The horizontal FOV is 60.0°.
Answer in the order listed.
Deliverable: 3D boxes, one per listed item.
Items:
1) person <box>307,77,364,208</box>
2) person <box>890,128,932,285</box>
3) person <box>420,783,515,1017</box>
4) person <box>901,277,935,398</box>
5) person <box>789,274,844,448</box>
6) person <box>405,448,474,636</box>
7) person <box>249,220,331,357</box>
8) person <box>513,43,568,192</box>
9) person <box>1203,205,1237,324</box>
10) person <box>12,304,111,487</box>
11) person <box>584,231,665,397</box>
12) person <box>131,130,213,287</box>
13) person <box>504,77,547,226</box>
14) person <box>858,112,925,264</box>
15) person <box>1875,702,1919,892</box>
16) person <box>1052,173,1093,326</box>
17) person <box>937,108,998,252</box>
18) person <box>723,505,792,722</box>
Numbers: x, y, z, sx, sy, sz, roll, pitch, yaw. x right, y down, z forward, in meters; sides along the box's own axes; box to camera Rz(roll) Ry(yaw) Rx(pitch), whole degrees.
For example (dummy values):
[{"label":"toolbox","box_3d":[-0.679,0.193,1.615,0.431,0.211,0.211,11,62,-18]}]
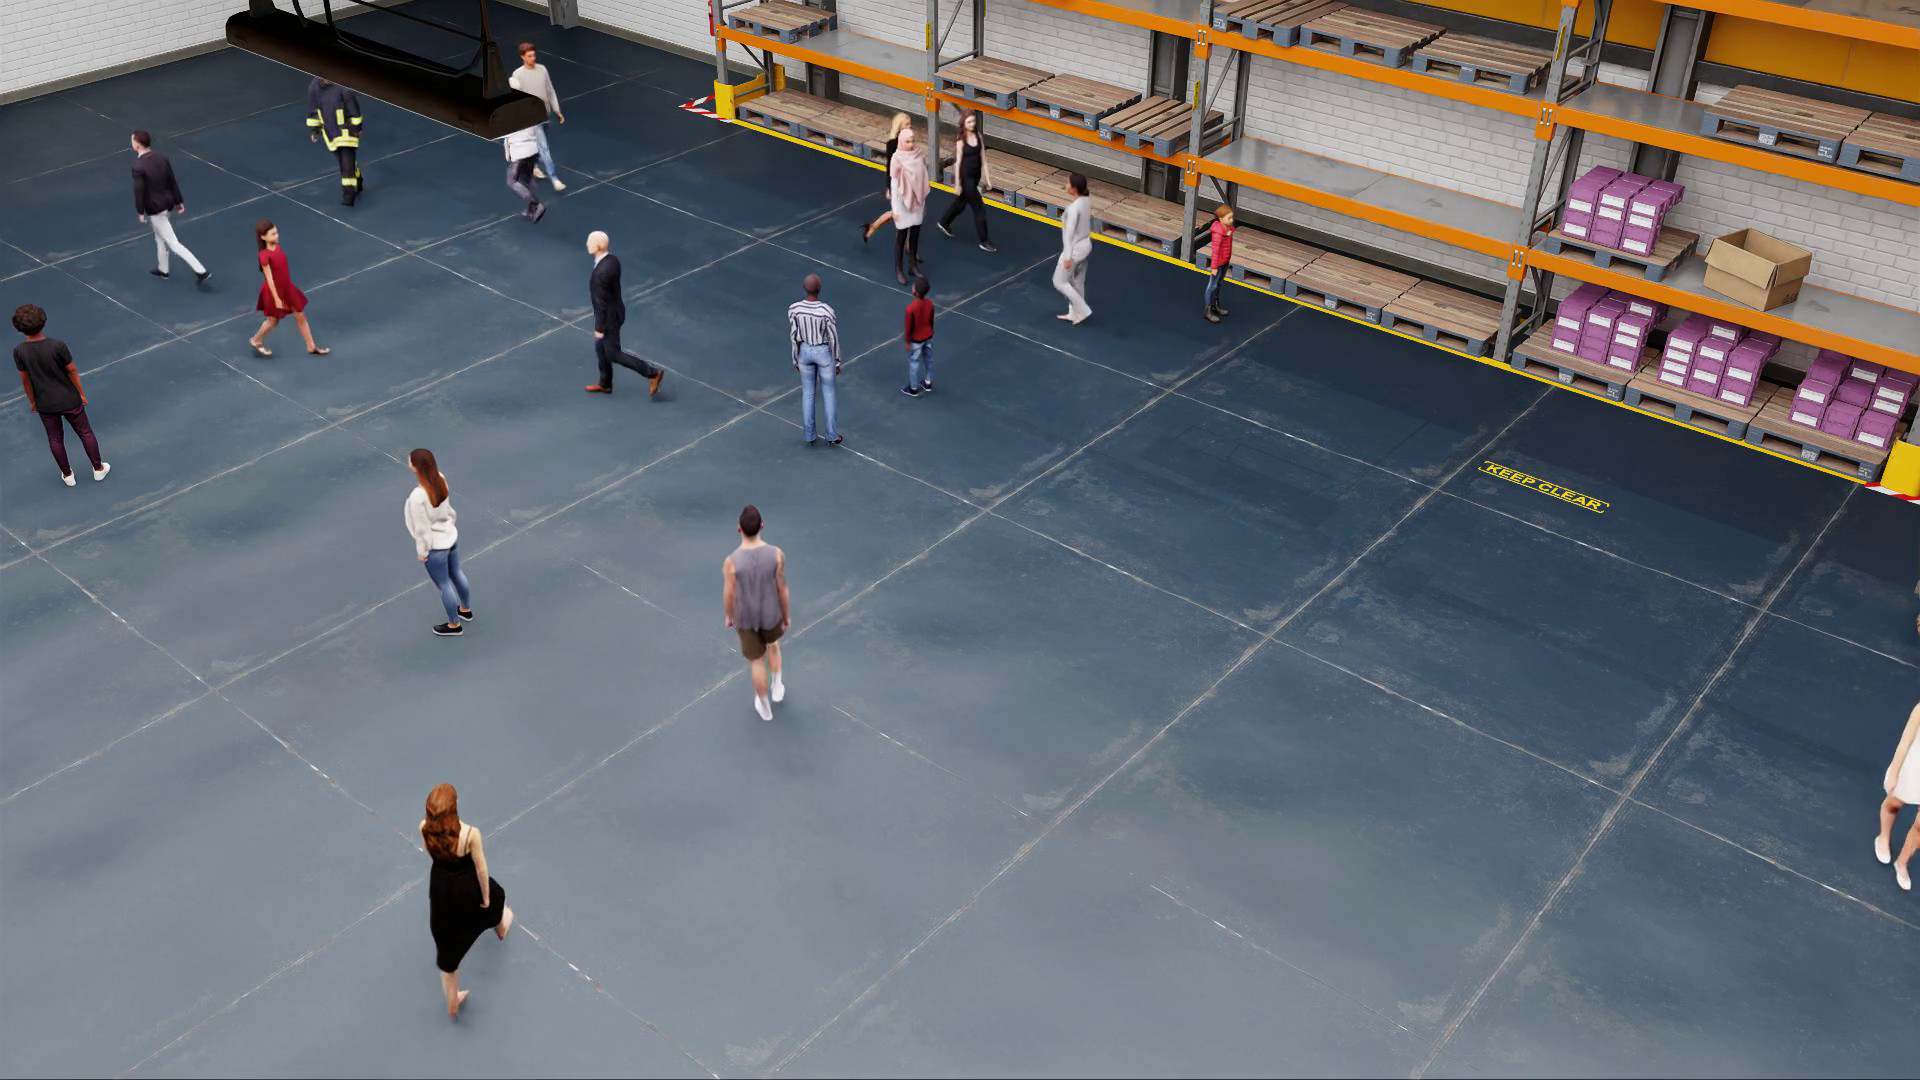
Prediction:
[{"label":"person","box_3d":[-7.836,-5.233,21.051,1.195,1.889,1.183,5,34,7]},{"label":"person","box_3d":[-0.586,-3.826,19.012,0.690,1.803,0.665,-22,39,-29]},{"label":"person","box_3d":[-3.094,2.202,10.149,1.108,1.575,1.058,3,34,4]},{"label":"person","box_3d":[-0.393,-2.069,16.865,0.532,1.254,0.521,-26,42,-34]},{"label":"person","box_3d":[-1.360,-1.698,15.816,0.633,1.796,0.758,6,34,9]},{"label":"person","box_3d":[-4.187,0.007,13.345,0.691,1.692,0.702,8,34,12]},{"label":"person","box_3d":[-7.221,-2.607,17.431,1.114,1.522,0.924,4,34,6]},{"label":"person","box_3d":[-5.496,-5.486,21.468,0.732,1.849,1.217,-29,43,-36]},{"label":"person","box_3d":[2.852,-3.062,18.302,0.494,1.317,0.515,22,39,29]},{"label":"person","box_3d":[-8.312,-1.330,15.277,0.710,1.781,0.701,-14,36,-19]},{"label":"person","box_3d":[-3.426,-2.214,16.610,1.175,1.777,1.097,-1,34,-2]},{"label":"person","box_3d":[-8.994,-3.712,18.841,1.300,1.802,0.922,13,36,18]},{"label":"person","box_3d":[-5.291,-4.712,20.337,0.856,1.813,0.705,21,39,28]},{"label":"person","box_3d":[-0.782,-4.108,19.432,1.163,1.808,0.799,16,37,23]},{"label":"person","box_3d":[6.420,1.480,11.127,0.771,1.695,0.764,12,35,17]},{"label":"person","box_3d":[1.327,-3.120,18.020,0.766,1.725,0.741,15,37,22]},{"label":"person","box_3d":[0.037,-4.333,19.871,1.149,1.695,0.556,24,41,32]},{"label":"person","box_3d":[-1.484,0.603,12.353,0.737,1.832,0.780,-13,36,-19]}]
